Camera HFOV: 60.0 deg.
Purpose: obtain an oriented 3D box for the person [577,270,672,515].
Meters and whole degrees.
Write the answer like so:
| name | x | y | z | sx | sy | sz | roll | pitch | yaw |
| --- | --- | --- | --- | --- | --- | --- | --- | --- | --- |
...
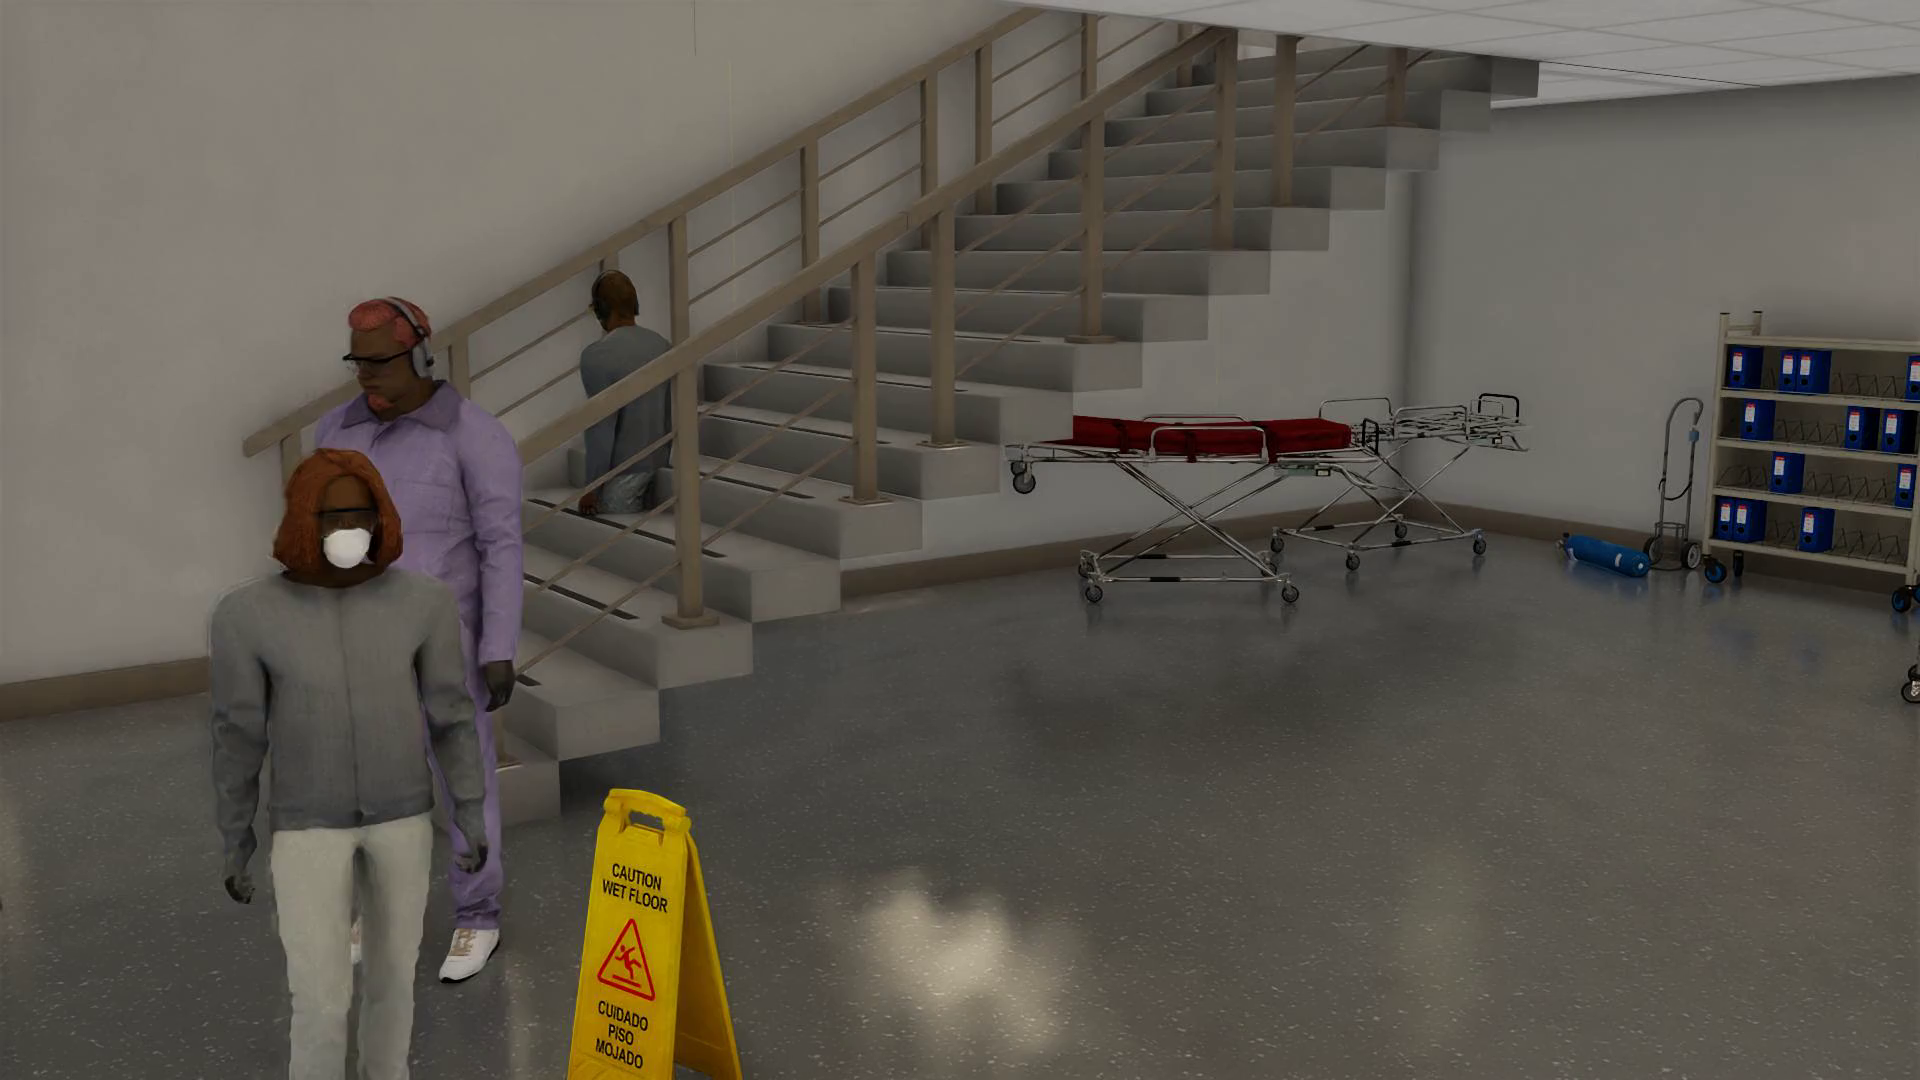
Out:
| name | x | y | z | sx | sy | sz | roll | pitch | yaw |
| --- | --- | --- | --- | --- | --- | --- | --- | --- | --- |
| person | -1.570 | -0.295 | 7.850 | 0.370 | 1.934 | 0.627 | 5 | 11 | 25 |

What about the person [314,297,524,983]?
| name | x | y | z | sx | sy | sz | roll | pitch | yaw |
| --- | --- | --- | --- | --- | --- | --- | --- | --- | --- |
| person | -1.530 | 0.283 | 4.625 | 0.643 | 1.901 | 0.400 | 3 | 10 | 18 |

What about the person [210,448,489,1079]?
| name | x | y | z | sx | sy | sz | roll | pitch | yaw |
| --- | --- | --- | --- | --- | --- | --- | --- | --- | --- |
| person | -1.260 | 0.616 | 3.490 | 0.526 | 1.617 | 0.390 | -7 | 12 | -34 |
